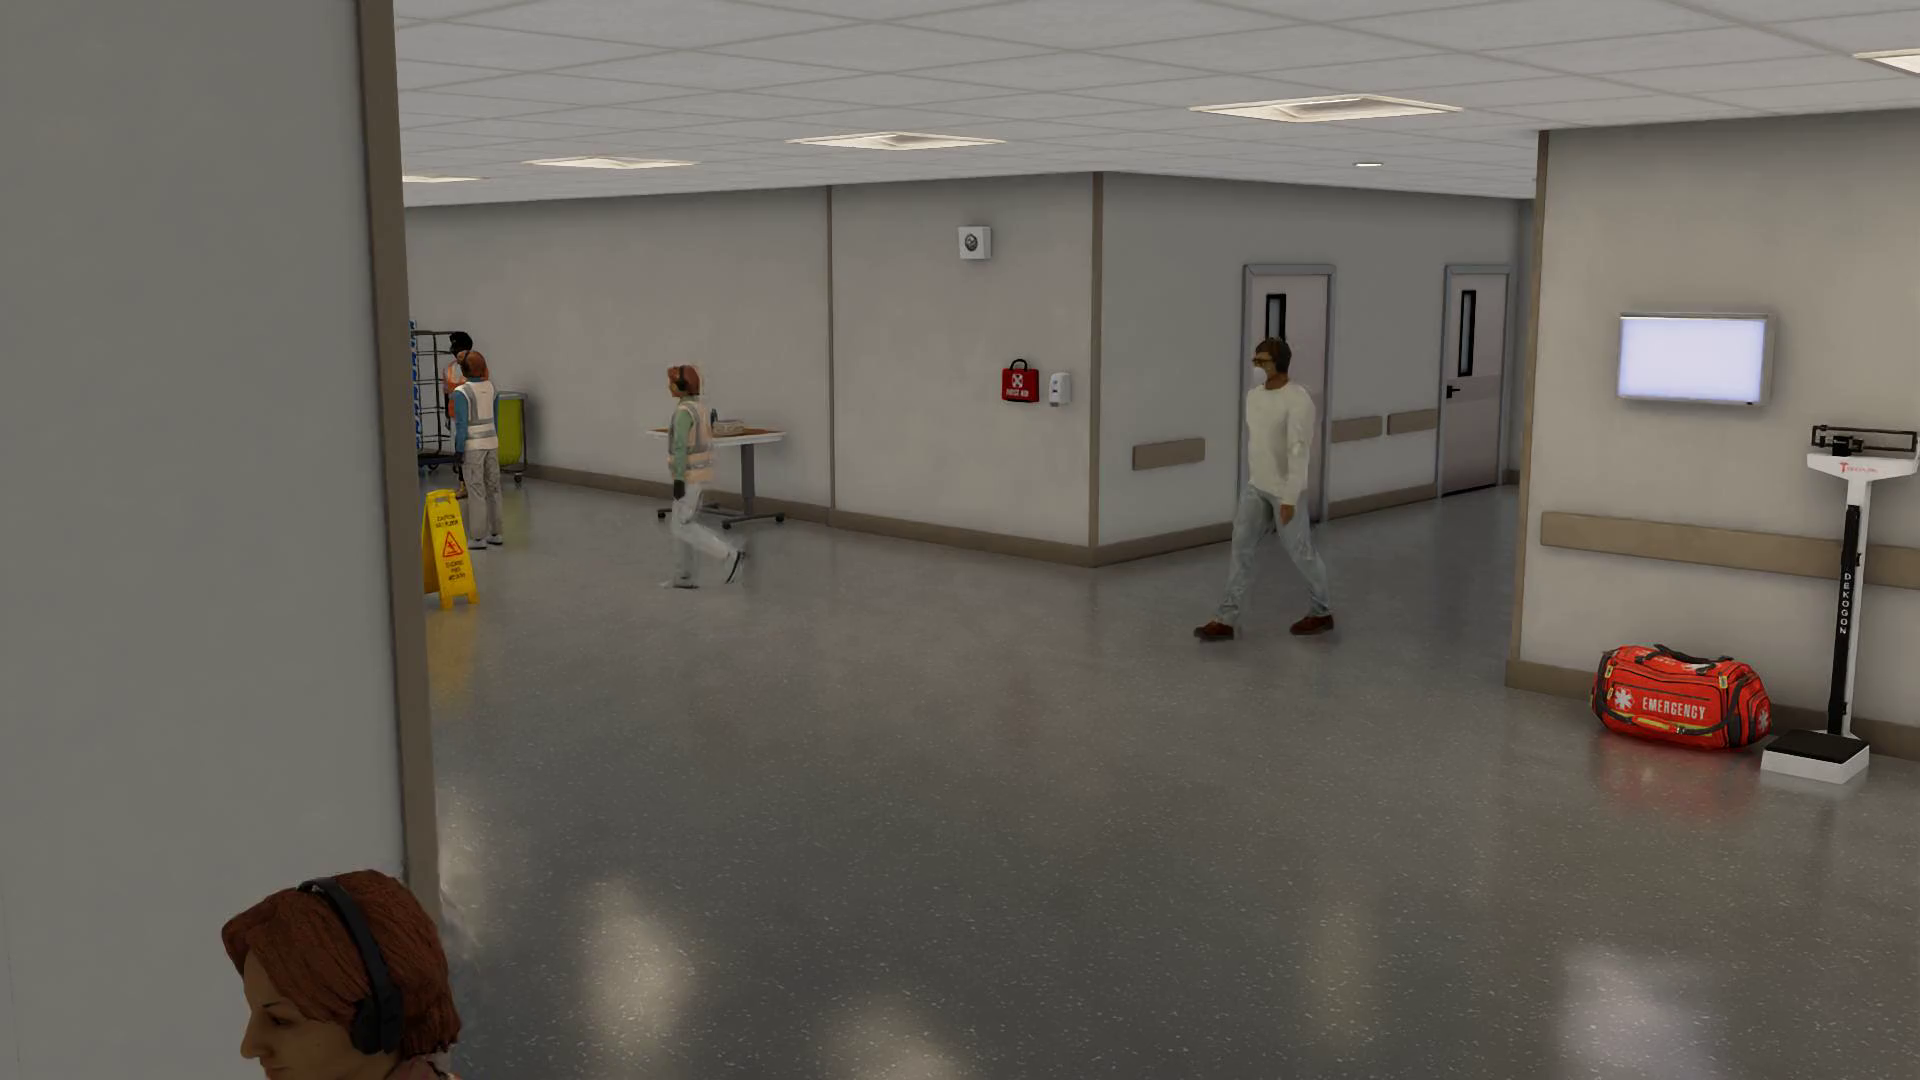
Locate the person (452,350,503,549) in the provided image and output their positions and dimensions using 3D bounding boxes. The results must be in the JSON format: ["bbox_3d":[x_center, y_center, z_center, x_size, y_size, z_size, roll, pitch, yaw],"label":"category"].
[{"bbox_3d":[-3.971,-0.742,13.681,0.310,1.642,0.514,4,10,22],"label":"person"}]

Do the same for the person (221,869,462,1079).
[{"bbox_3d":[-0.671,1.176,1.952,0.550,1.622,0.371,8,12,40],"label":"person"}]

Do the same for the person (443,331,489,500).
[{"bbox_3d":[-4.901,-1.228,16.521,0.530,1.689,0.321,3,10,19],"label":"person"}]

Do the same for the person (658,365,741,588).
[{"bbox_3d":[-1.879,-0.435,11.850,0.536,1.621,0.528,0,9,-2],"label":"person"}]

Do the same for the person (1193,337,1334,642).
[{"bbox_3d":[1.952,-0.309,10.290,1.014,1.889,0.648,-5,10,-27],"label":"person"}]
